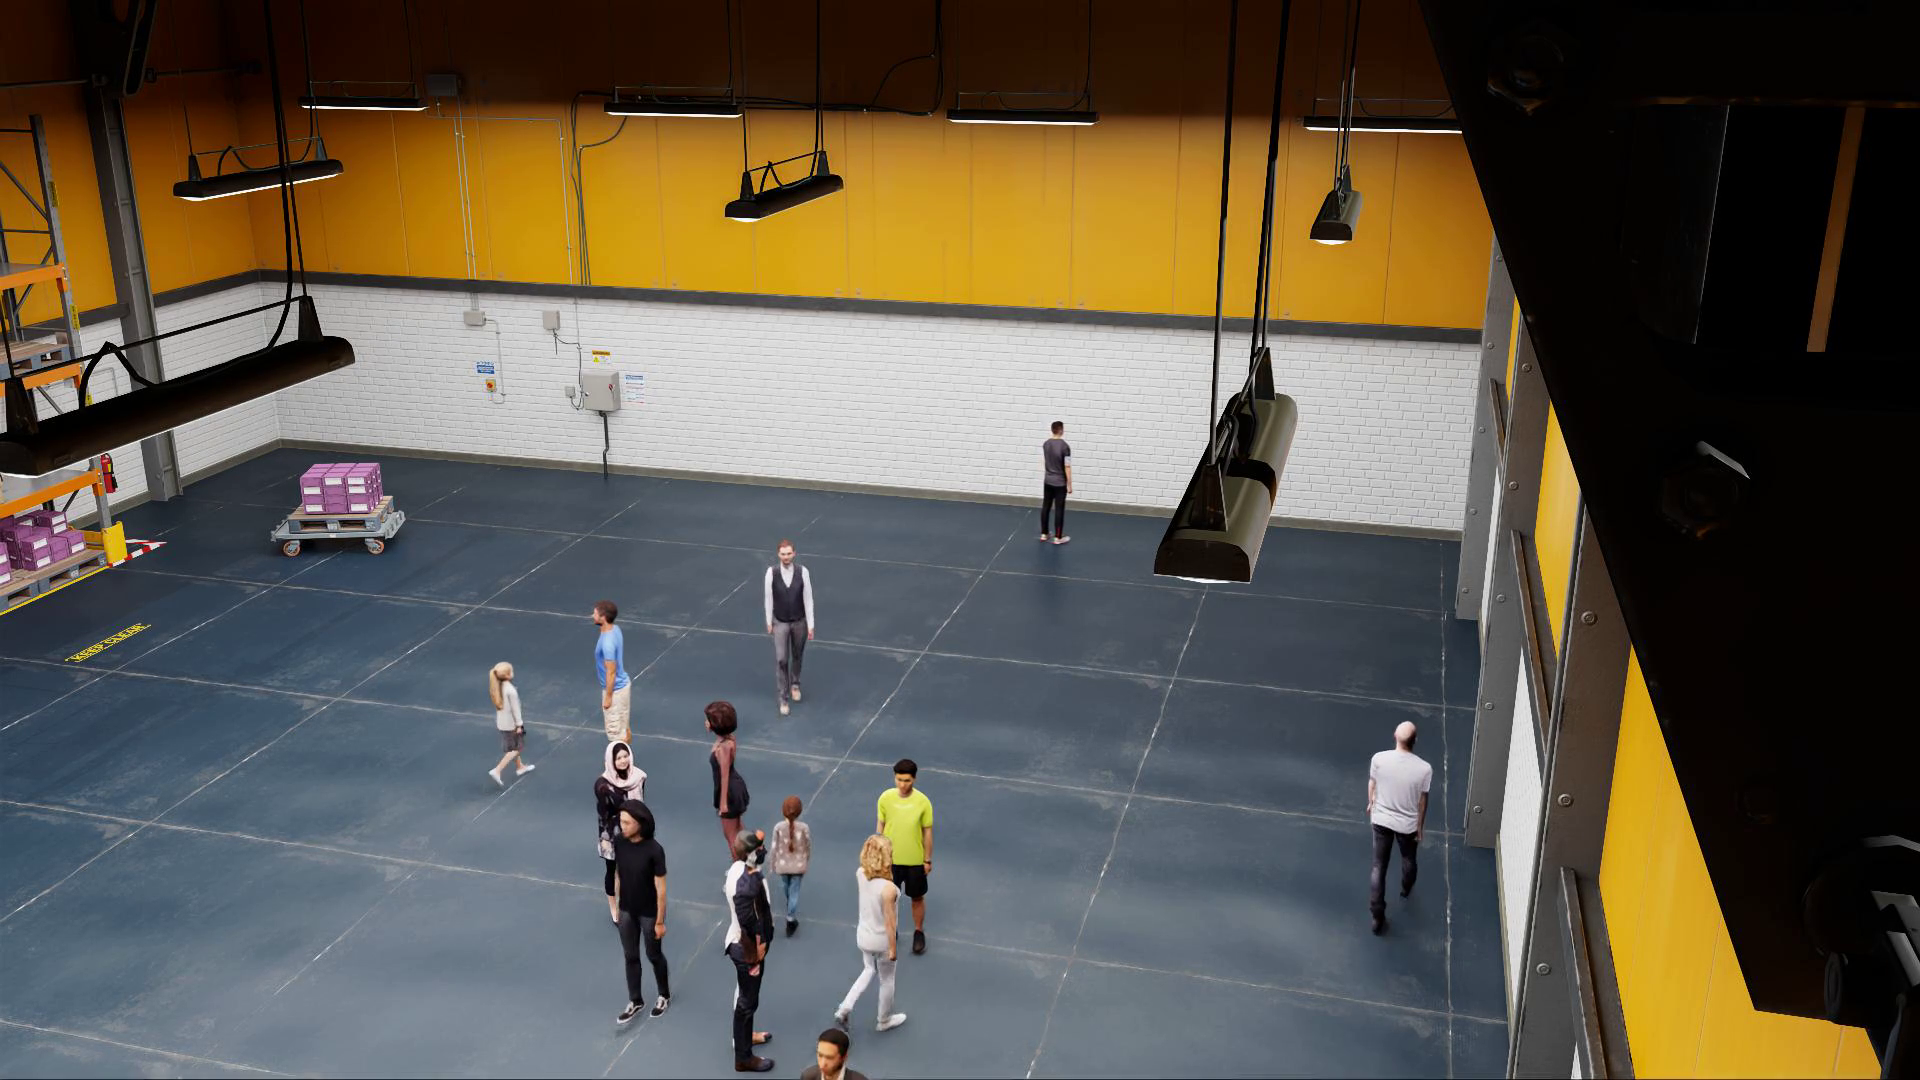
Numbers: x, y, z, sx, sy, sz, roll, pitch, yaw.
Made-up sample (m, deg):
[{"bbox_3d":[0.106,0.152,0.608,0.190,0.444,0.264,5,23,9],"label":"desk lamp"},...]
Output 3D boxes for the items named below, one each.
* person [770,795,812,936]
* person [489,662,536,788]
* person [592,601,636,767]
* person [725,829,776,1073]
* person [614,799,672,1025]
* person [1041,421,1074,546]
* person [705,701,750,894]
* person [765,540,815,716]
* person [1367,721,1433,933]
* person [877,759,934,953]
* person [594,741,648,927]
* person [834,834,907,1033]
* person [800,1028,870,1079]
[{"bbox_3d":[-1.414,2.740,13.899,0.547,1.165,0.823,2,19,5],"label":"person"},{"bbox_3d":[-4.499,1.821,16.477,0.736,1.262,0.878,17,25,41],"label":"person"},{"bbox_3d":[-3.435,1.476,16.560,0.778,1.862,0.613,-1,19,-2],"label":"person"},{"bbox_3d":[-1.545,2.955,12.127,0.806,1.889,0.660,-2,19,-6],"label":"person"},{"bbox_3d":[-2.414,2.785,12.714,0.700,1.838,0.723,9,21,25],"label":"person"},{"bbox_3d":[1.352,-0.819,23.534,0.696,1.761,0.682,17,25,40],"label":"person"},{"bbox_3d":[-2.000,2.218,14.483,0.698,1.782,0.605,-2,19,-6],"label":"person"},{"bbox_3d":[-1.873,0.867,18.291,0.936,1.913,1.122,-4,19,-12],"label":"person"},{"bbox_3d":[3.608,2.416,13.880,0.718,1.791,1.151,6,20,18],"label":"person"},{"bbox_3d":[-0.459,2.552,13.608,0.626,1.708,0.542,3,19,10],"label":"person"},{"bbox_3d":[-2.853,2.442,14.045,0.802,1.638,0.713,18,25,42],"label":"person"},{"bbox_3d":[-0.691,2.974,12.432,0.953,1.659,0.844,-16,24,-39],"label":"person"},{"bbox_3d":[-0.678,3.715,10.075,0.711,1.759,1.126,6,19,17],"label":"person"}]
